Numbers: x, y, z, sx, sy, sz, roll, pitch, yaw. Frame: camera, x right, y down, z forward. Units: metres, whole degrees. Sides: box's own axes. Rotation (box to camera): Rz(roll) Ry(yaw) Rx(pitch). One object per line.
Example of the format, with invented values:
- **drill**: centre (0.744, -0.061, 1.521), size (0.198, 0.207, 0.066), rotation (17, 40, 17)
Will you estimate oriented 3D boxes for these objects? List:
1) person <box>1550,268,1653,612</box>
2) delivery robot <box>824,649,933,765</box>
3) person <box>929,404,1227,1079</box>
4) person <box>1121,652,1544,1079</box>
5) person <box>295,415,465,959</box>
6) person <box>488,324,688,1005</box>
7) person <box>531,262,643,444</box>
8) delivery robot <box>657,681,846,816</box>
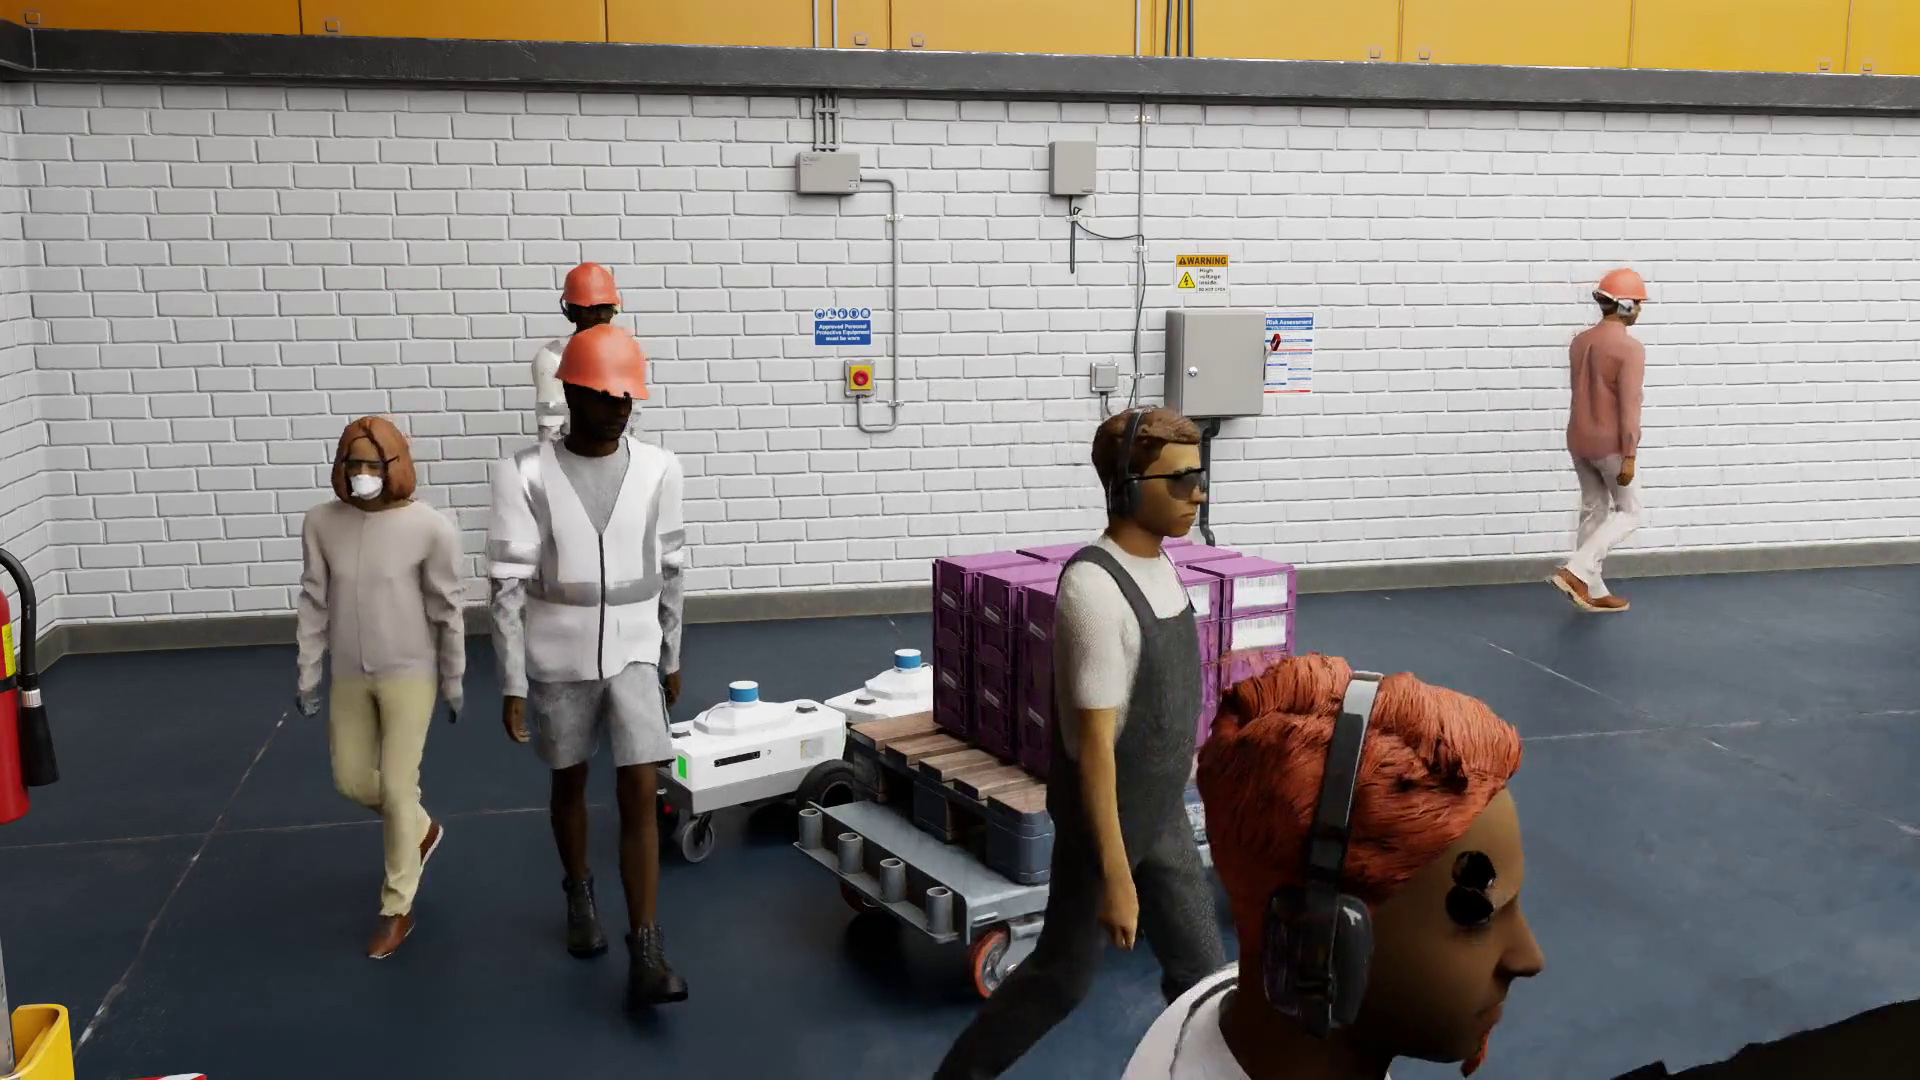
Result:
- **person**: centre (3.621, -0.538, 9.394), size (0.482, 1.979, 0.616), rotation (-3, 11, -16)
- **delivery robot**: centre (-0.199, 0.664, 6.409), size (0.477, 0.478, 0.707), rotation (7, 12, 35)
- **person**: centre (0.312, 0.602, 3.582), size (0.965, 1.809, 0.526), rotation (6, 12, 29)
- **person**: centre (0.291, 0.988, 1.317), size (0.978, 1.831, 0.592), rotation (3, 11, 15)
- **person**: centre (-1.757, 0.413, 5.116), size (0.512, 1.615, 0.551), rotation (2, 10, 10)
- **person**: centre (-1.012, 0.355, 4.667), size (0.573, 1.887, 0.941), rotation (-4, 11, -21)
- **person**: centre (-1.736, -0.309, 7.994), size (0.408, 2.028, 0.620), rotation (8, 13, 36)
- **delivery robot**: centre (-0.770, 0.748, 5.946), size (0.707, 0.478, 0.477), rotation (-7, 13, -36)
